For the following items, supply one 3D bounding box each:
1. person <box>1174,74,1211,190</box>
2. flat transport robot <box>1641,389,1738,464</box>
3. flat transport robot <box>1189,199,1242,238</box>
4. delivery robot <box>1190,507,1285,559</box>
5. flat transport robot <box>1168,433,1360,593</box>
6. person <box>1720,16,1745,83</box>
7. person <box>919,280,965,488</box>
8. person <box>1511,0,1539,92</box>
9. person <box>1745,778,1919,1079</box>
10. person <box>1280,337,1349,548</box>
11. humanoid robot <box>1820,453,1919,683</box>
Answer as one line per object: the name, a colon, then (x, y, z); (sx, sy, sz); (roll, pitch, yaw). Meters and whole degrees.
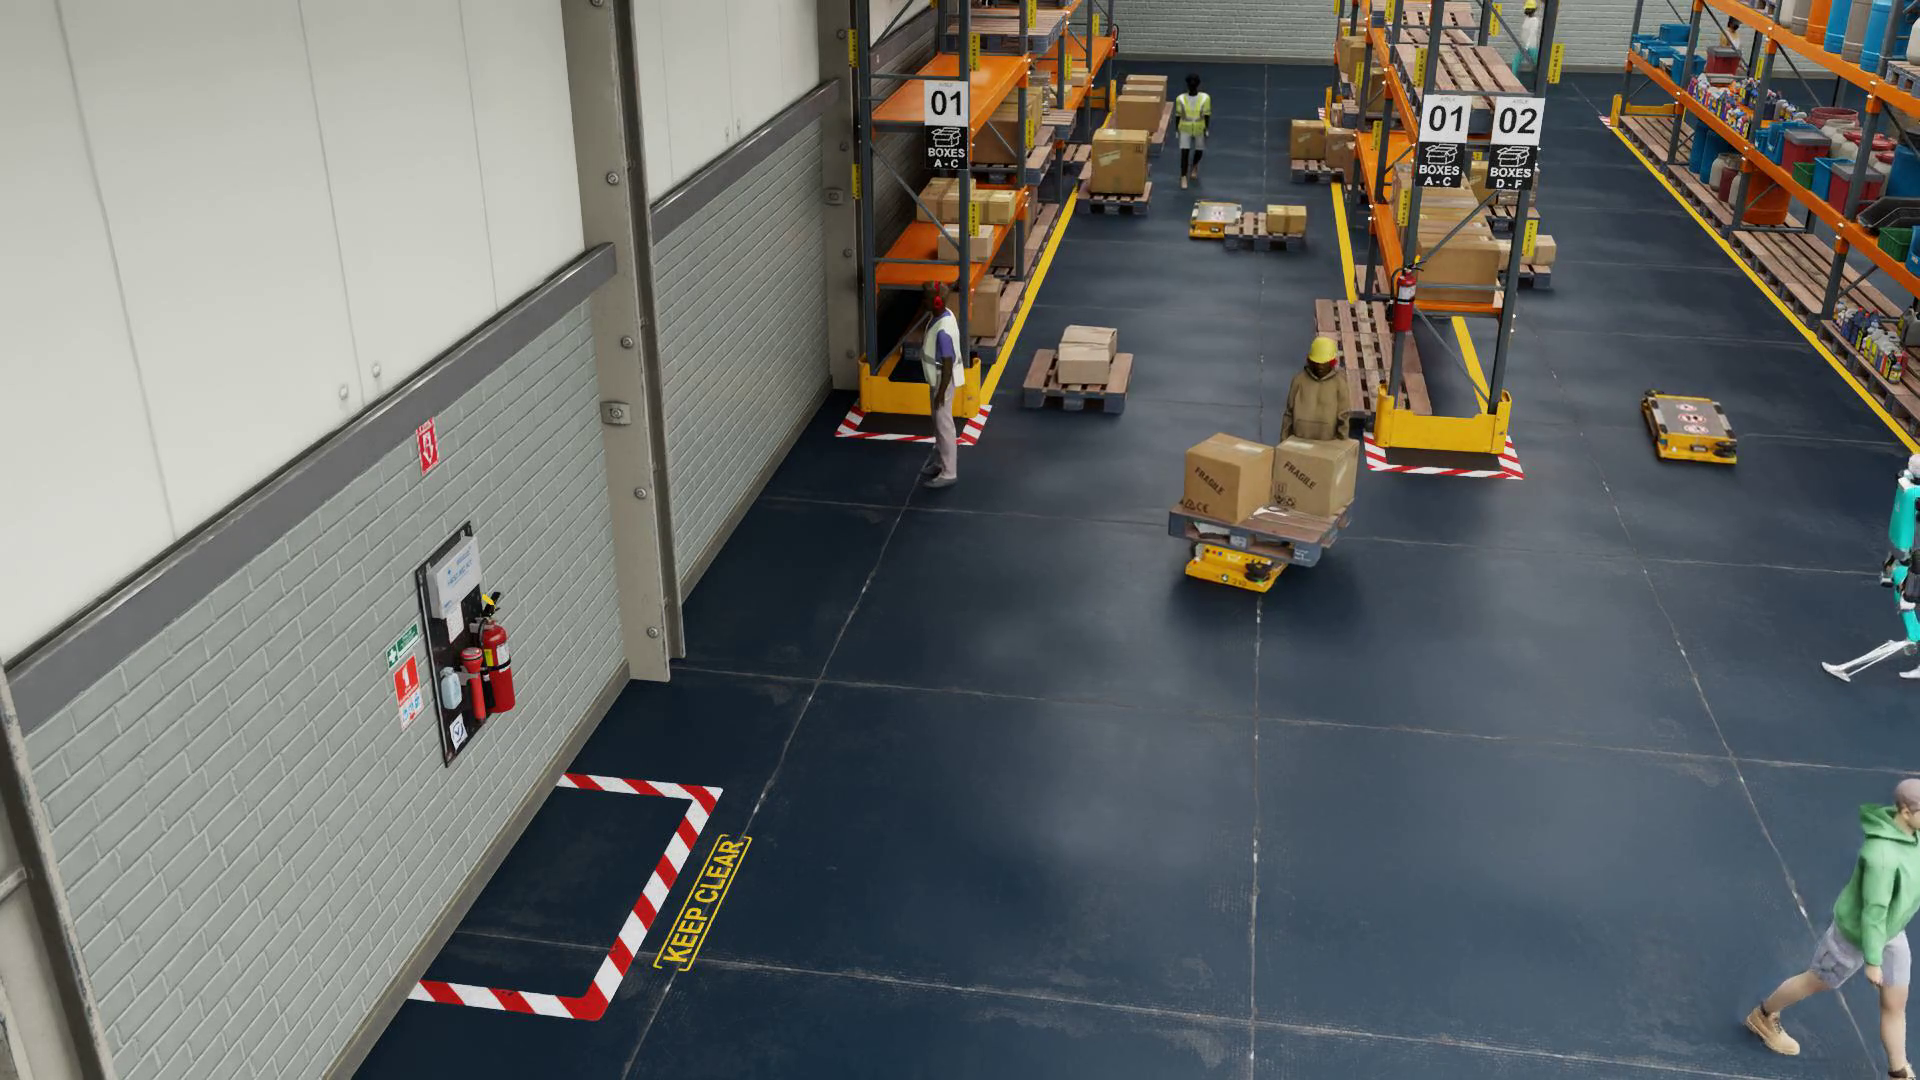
person: (3.446, -6.108, 24.759); (0.536, 1.675, 0.620); (2, 25, 4)
flat transport robot: (6.852, -1.072, 15.653); (0.659, 0.231, 1.431); (6, 26, 13)
flat transport robot: (3.504, -4.376, 22.724); (0.659, 0.231, 1.431); (4, 25, 9)
delivery robot: (2.194, -0.107, 13.251); (0.775, 0.596, 0.499); (3, 25, 7)
flat transport robot: (2.391, 0.007, 13.343); (0.659, 0.231, 1.431); (14, 28, 27)
person: (13.622, -8.386, 29.458); (0.587, 1.829, 0.585); (-16, 29, -30)
person: (-0.150, -1.354, 14.396); (0.377, 1.841, 0.568); (-3, 25, -6)
person: (10.890, -9.487, 31.941); (0.909, 1.715, 0.523); (-5, 25, -10)
person: (4.246, 1.836, 7.746); (0.490, 1.690, 0.935); (-19, 31, -35)
person: (2.828, -0.793, 13.295); (0.538, 1.758, 0.414); (9, 26, 18)
humanoid robot: (6.416, 0.261, 11.071); (1.027, 1.736, 0.562); (4, 25, 9)
